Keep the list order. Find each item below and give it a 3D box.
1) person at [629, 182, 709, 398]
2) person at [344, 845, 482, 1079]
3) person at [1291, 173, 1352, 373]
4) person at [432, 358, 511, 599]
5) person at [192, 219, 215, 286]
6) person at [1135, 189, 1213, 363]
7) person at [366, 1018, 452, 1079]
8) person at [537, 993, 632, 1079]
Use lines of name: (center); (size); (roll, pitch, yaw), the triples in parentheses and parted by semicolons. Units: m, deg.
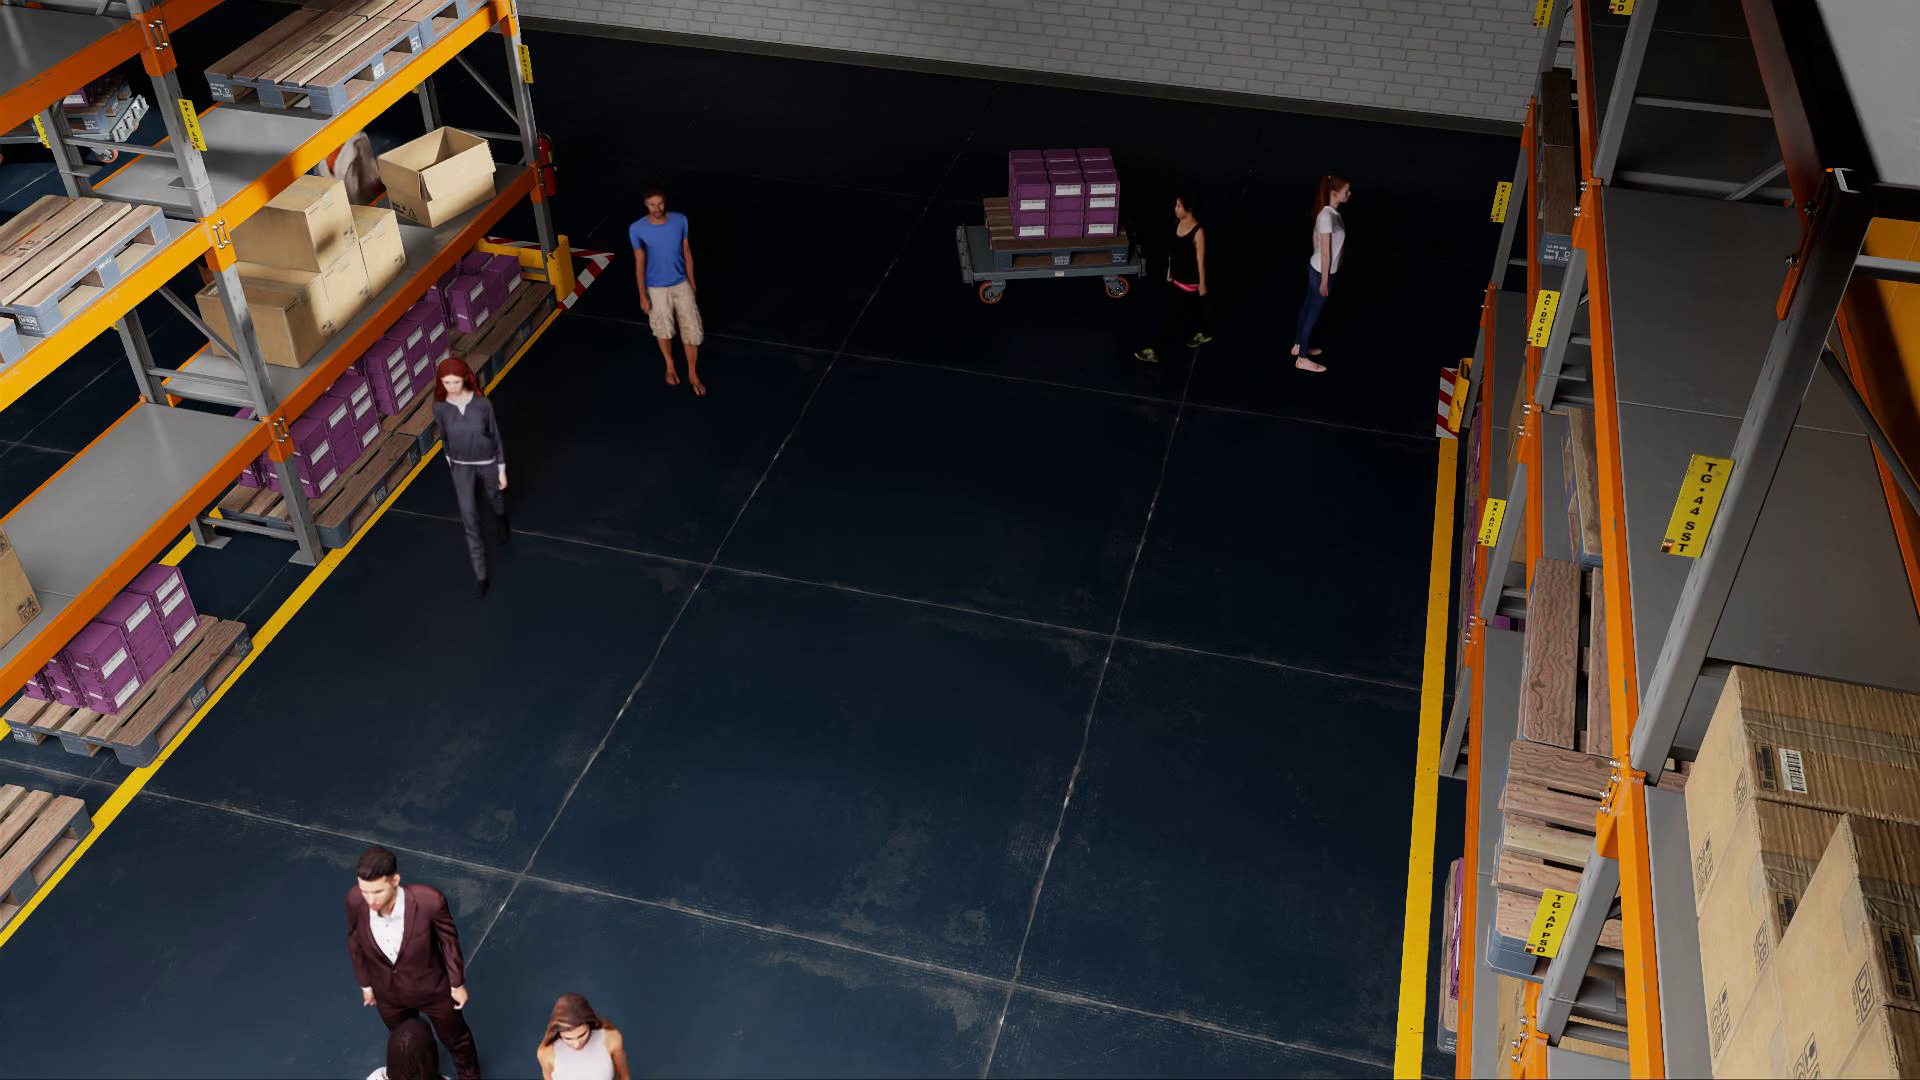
person: (-2.403, -2.111, 13.537); (0.884, 1.846, 0.969); (-13, 40, -15)
person: (-2.689, 2.164, 8.169); (0.747, 1.866, 0.699); (-1, 39, -1)
person: (2.978, -2.229, 13.772); (0.669, 1.737, 0.519); (3, 39, 3)
person: (-3.376, -0.558, 11.700); (0.920, 1.712, 1.265); (-5, 39, -6)
person: (-5.836, -1.828, 13.308); (0.617, 1.690, 0.604); (23, 44, 26)
person: (1.958, -2.228, 13.956); (1.024, 1.506, 1.018); (-17, 42, -20)
person: (-2.456, 2.825, 7.544); (0.722, 1.613, 0.999); (3, 39, 3)
person: (-1.709, 2.586, 7.730); (0.695, 1.754, 0.756); (-8, 39, -10)
